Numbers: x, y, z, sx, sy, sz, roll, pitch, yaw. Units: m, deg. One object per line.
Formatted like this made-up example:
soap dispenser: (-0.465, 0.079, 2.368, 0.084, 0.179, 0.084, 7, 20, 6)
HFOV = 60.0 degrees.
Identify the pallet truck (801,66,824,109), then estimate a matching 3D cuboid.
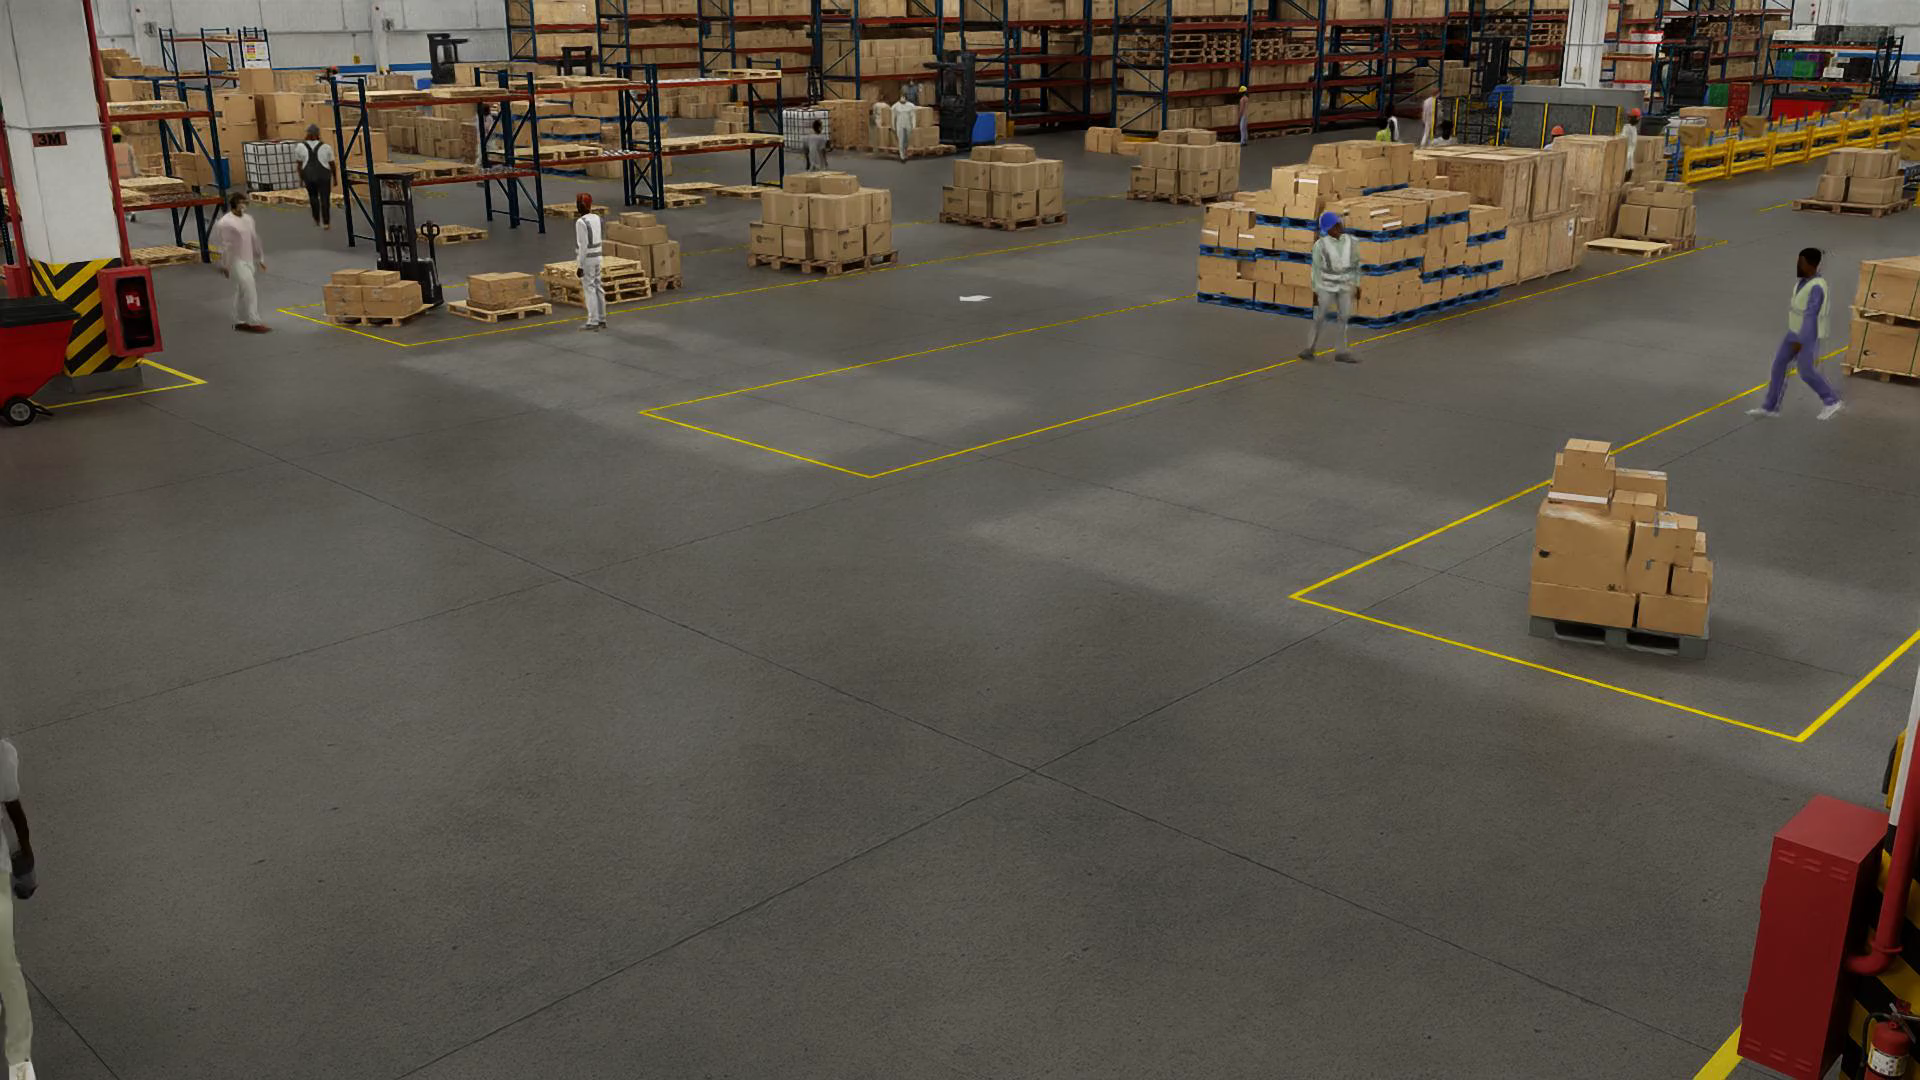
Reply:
pallet truck: (-4.812, -15.182, 56.903, 0.823, 1.965, 1.885, -9, 21, -26)

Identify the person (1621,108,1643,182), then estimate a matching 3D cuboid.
person: (14.764, -8.589, 37.006, 0.726, 2.018, 0.607, 14, 23, 36)

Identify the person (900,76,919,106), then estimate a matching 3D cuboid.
person: (-1.586, -13.547, 52.099, 0.661, 1.921, 0.438, -5, 19, -14)

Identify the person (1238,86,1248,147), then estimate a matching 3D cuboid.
person: (8.422, -12.634, 49.603, 0.343, 1.756, 0.518, 8, 20, 24)

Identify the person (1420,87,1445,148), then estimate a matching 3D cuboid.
person: (13.310, -11.796, 46.894, 0.653, 1.875, 0.873, 14, 23, 37)

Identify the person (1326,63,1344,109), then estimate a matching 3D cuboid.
person: (13.658, -16.322, 60.430, 1.023, 1.951, 0.620, -12, 22, -33)

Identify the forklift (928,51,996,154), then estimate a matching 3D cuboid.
forklift: (0.059, -12.559, 47.621, 1.129, 2.768, 1.873, 17, 25, 41)

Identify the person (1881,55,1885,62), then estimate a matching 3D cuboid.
person: (38.964, -19.518, 70.210, 0.722, 1.852, 0.784, -12, 22, -32)

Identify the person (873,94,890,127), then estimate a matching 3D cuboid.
person: (-2.265, -12.118, 48.264, 0.511, 1.623, 0.398, 3, 19, 8)

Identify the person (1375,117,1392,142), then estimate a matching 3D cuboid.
person: (9.783, -8.927, 38.550, 0.321, 1.689, 0.549, 15, 24, 39)

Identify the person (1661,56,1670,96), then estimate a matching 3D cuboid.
person: (29.995, -19.657, 70.767, 0.342, 1.773, 0.527, -3, 19, -9)

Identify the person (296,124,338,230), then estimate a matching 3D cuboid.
person: (-12.596, -7.166, 32.685, 0.701, 2.000, 0.972, -4, 19, -11)

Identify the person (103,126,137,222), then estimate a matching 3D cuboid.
person: (-16.923, -7.393, 33.608, 0.926, 1.891, 0.588, 16, 24, 39)

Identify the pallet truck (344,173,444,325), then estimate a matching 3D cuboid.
pallet truck: (-8.209, -4.181, 23.757, 0.823, 1.965, 1.885, 3, 19, 9)

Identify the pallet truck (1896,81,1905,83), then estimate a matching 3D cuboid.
pallet truck: (34.802, -16.331, 61.455, 0.653, 1.274, 1.630, 17, 25, 41)

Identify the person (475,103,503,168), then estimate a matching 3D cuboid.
person: (-11.797, -10.000, 41.618, 1.000, 1.787, 0.628, 7, 20, 21)

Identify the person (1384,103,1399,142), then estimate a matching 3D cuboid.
person: (10.346, -9.550, 40.086, 0.464, 1.898, 0.632, 6, 19, 17)

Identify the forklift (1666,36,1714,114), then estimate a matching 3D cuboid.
forklift: (27.341, -17.291, 61.877, 1.129, 2.768, 1.873, 17, 25, 41)

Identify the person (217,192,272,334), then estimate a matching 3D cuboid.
person: (-9.683, -3.763, 22.634, 0.817, 1.904, 0.654, 4, 19, 12)

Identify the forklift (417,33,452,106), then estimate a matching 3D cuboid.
forklift: (-20.513, -18.593, 65.801, 1.873, 2.768, 1.129, 10, 21, 27)

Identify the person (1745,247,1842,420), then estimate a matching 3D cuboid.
person: (9.199, -2.232, 18.072, 0.889, 1.886, 0.592, 1, 18, 4)

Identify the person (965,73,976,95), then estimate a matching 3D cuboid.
person: (0.238, -14.668, 55.503, 0.578, 1.895, 0.918, 17, 25, 42)

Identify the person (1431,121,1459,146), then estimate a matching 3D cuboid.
person: (10.005, -7.640, 34.284, 0.636, 1.921, 0.975, -2, 18, -6)

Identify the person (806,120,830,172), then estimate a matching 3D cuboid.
person: (-3.047, -8.099, 35.793, 0.510, 1.847, 0.386, 17, 25, 41)

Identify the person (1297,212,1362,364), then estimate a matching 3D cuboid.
person: (4.666, -3.161, 20.849, 0.737, 1.897, 0.431, -2, 18, -7)

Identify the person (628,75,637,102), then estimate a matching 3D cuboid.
person: (-11.701, -15.594, 58.766, 0.541, 1.599, 0.835, -1, 18, -2)

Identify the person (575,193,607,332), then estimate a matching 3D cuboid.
person: (-5.083, -3.804, 22.800, 0.344, 1.882, 0.585, 5, 19, 14)

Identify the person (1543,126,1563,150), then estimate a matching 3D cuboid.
person: (11.783, -7.239, 33.065, 0.551, 1.934, 0.373, -2, 18, -6)

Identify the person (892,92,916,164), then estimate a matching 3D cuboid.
person: (-1.530, -11.146, 44.916, 0.633, 1.898, 1.010, -4, 19, -12)

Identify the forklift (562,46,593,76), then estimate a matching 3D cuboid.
forklift: (-11.780, -13.891, 51.633, 1.873, 2.768, 1.129, 17, 25, 41)

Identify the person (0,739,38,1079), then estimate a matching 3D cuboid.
person: (-4.272, 1.417, 7.162, 0.528, 1.834, 0.927, -9, 20, -25)

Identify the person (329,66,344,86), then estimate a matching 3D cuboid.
person: (-22.208, -15.925, 59.298, 0.570, 1.892, 0.606, -16, 24, -40)

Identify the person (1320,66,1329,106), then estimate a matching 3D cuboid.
person: (14.522, -18.273, 66.858, 0.513, 1.592, 0.866, -6, 19, -17)

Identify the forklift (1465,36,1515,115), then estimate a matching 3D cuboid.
forklift: (19.973, -17.201, 61.605, 1.873, 2.768, 1.129, 16, 24, 40)
